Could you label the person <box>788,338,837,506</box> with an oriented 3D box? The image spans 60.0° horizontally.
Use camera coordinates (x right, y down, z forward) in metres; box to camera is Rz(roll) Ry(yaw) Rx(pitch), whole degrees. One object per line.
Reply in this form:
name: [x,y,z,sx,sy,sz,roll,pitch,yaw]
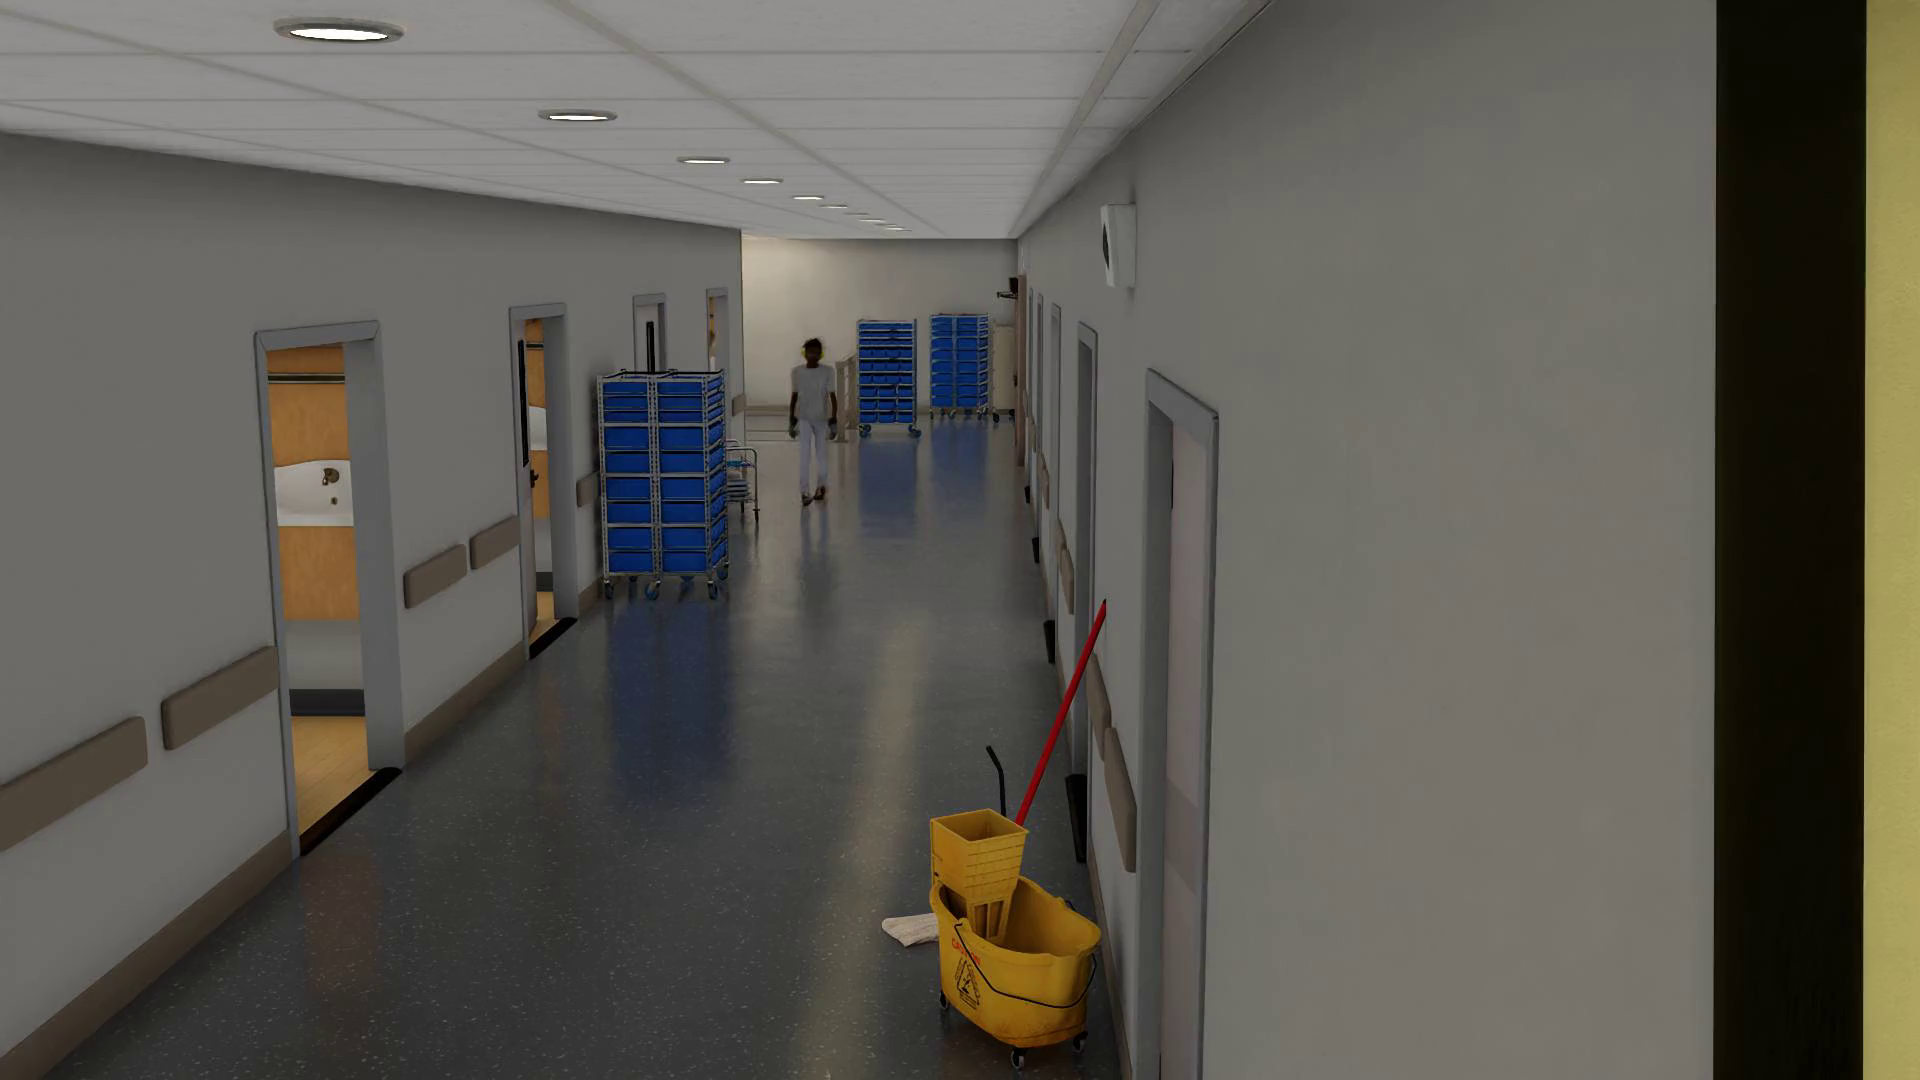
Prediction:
person: [-1.609,-1.281,18.052,0.567,1.816,1.004,0,9,-1]
